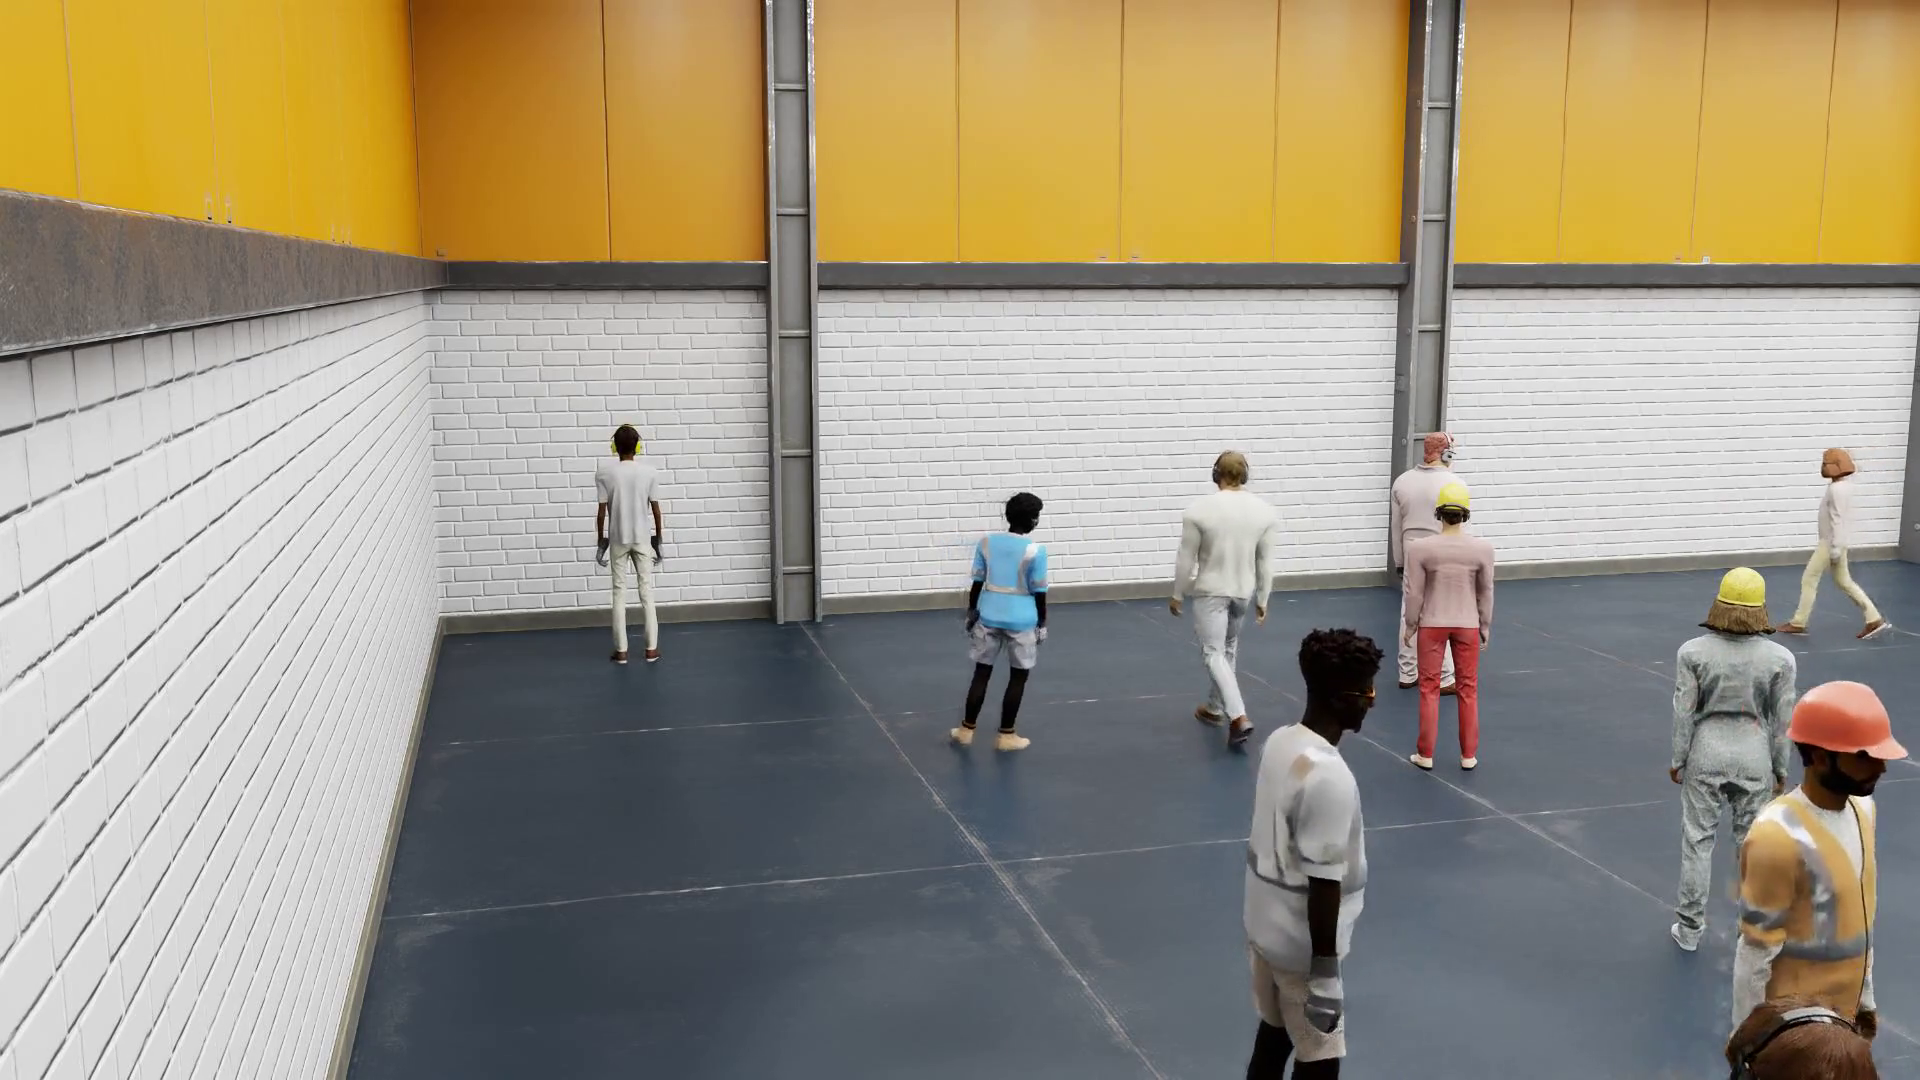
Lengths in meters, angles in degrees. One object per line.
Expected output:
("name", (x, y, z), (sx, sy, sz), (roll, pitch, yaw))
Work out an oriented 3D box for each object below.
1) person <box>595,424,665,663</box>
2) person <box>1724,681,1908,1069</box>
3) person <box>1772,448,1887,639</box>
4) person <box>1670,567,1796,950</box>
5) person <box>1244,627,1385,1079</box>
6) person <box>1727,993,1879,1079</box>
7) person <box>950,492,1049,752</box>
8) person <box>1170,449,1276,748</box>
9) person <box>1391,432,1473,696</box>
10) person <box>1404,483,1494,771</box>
("person", (-2.577, 0.030, 12.971), (0.533, 1.868, 0.310), (-2, 9, -14))
("person", (2.394, 1.312, 4.906), (0.548, 1.909, 0.920), (-8, 12, -41))
("person", (7.296, 0.029, 13.815), (0.824, 1.598, 0.512), (6, 11, 32))
("person", (3.425, 0.983, 7.412), (0.493, 1.743, 0.295), (3, 10, 20))
("person", (1.100, 1.236, 5.196), (0.407, 1.953, 0.681), (0, 9, -1))
("person", (1.464, 1.652, 3.057), (0.634, 1.810, 0.750), (5, 10, 27))
("person", (0.255, 0.521, 10.536), (0.672, 1.660, 0.388), (5, 10, 30))
("person", (1.739, 0.366, 10.792), (0.640, 1.908, 0.938), (-3, 10, -17))
("person", (3.424, 0.168, 12.013), (0.407, 1.902, 0.639), (-8, 12, -39))
("person", (2.973, 0.532, 10.157), (0.527, 1.767, 0.331), (1, 9, 7))
